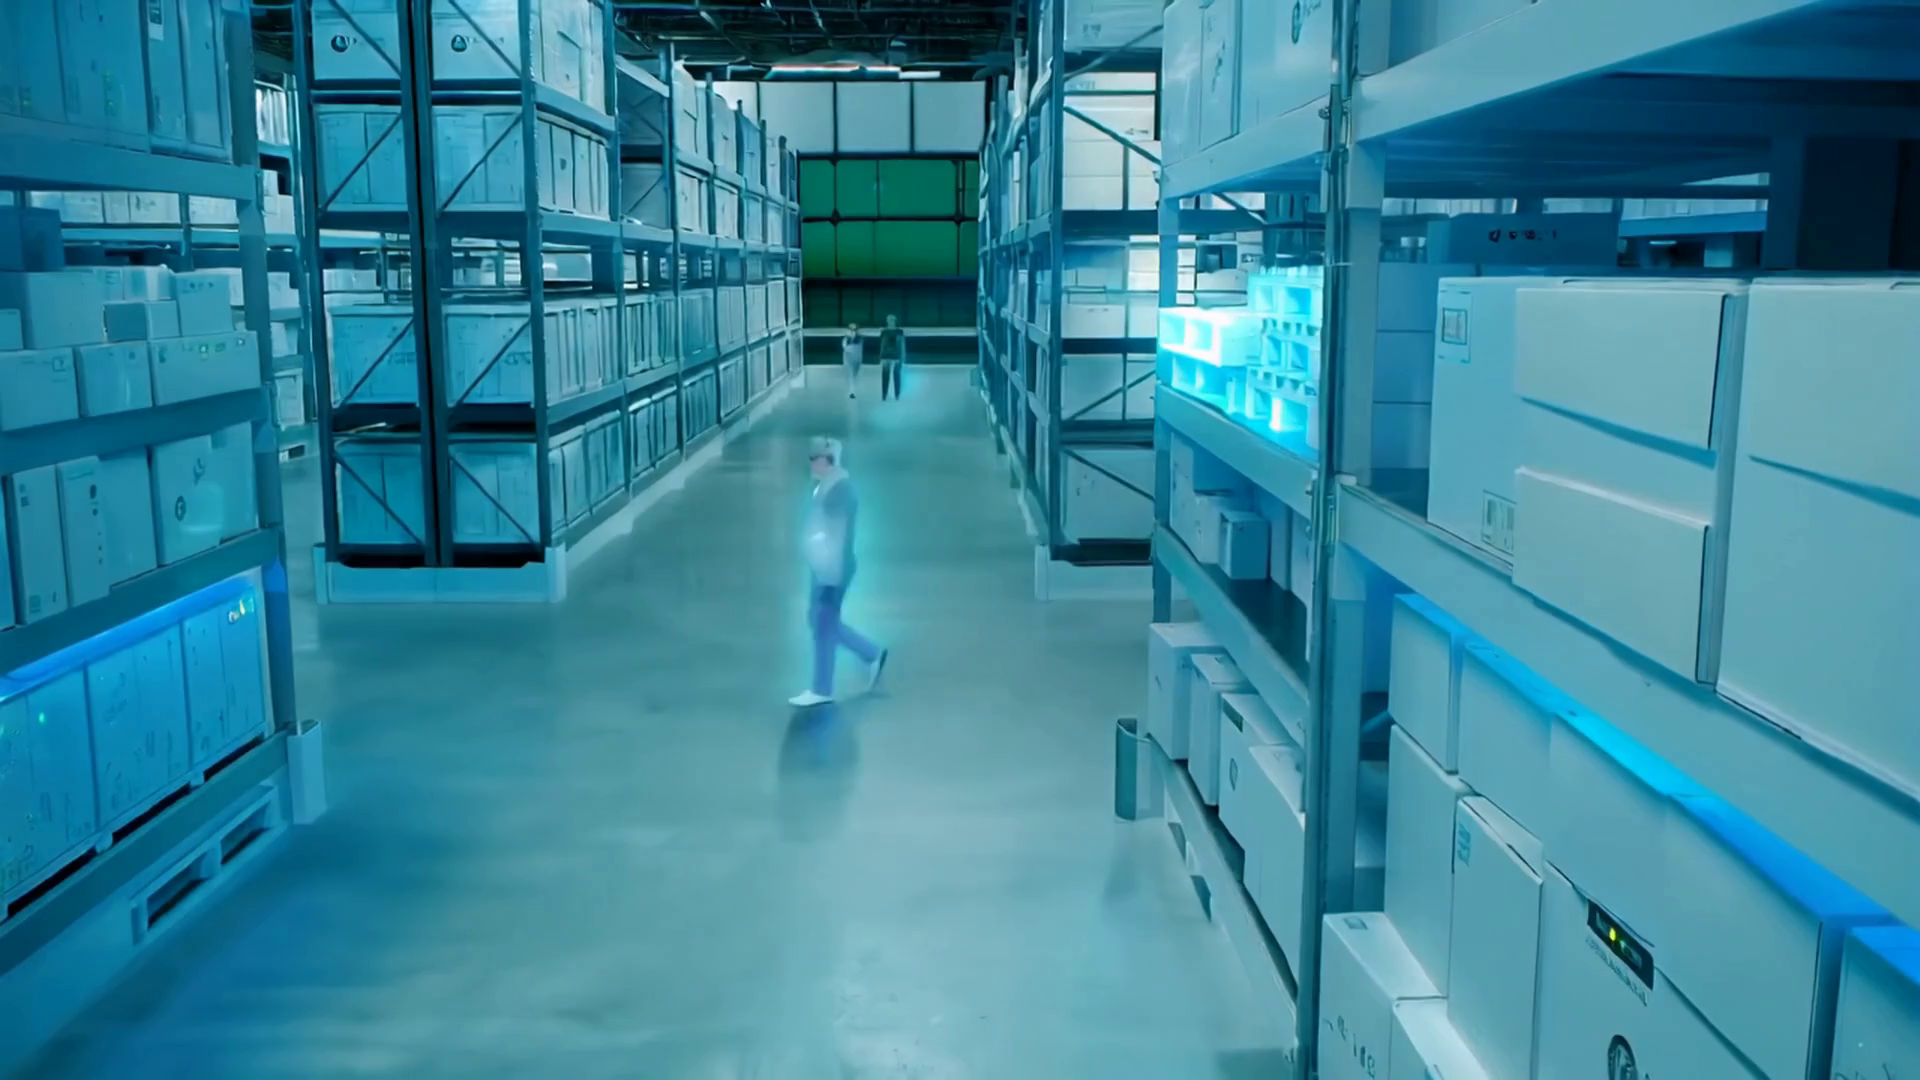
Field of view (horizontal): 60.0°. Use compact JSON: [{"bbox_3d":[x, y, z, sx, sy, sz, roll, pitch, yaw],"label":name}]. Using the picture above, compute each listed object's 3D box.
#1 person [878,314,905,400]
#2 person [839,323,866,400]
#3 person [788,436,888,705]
[{"bbox_3d":[-1.585,-4.222,38.447,0.612,1.997,0.376,0,9,-1],"label":"person"},{"bbox_3d":[-2.521,-4.172,38.785,0.612,1.782,0.955,1,9,4],"label":"person"},{"bbox_3d":[-0.859,0.213,11.572,0.635,1.889,0.661,-2,9,-10],"label":"person"}]
